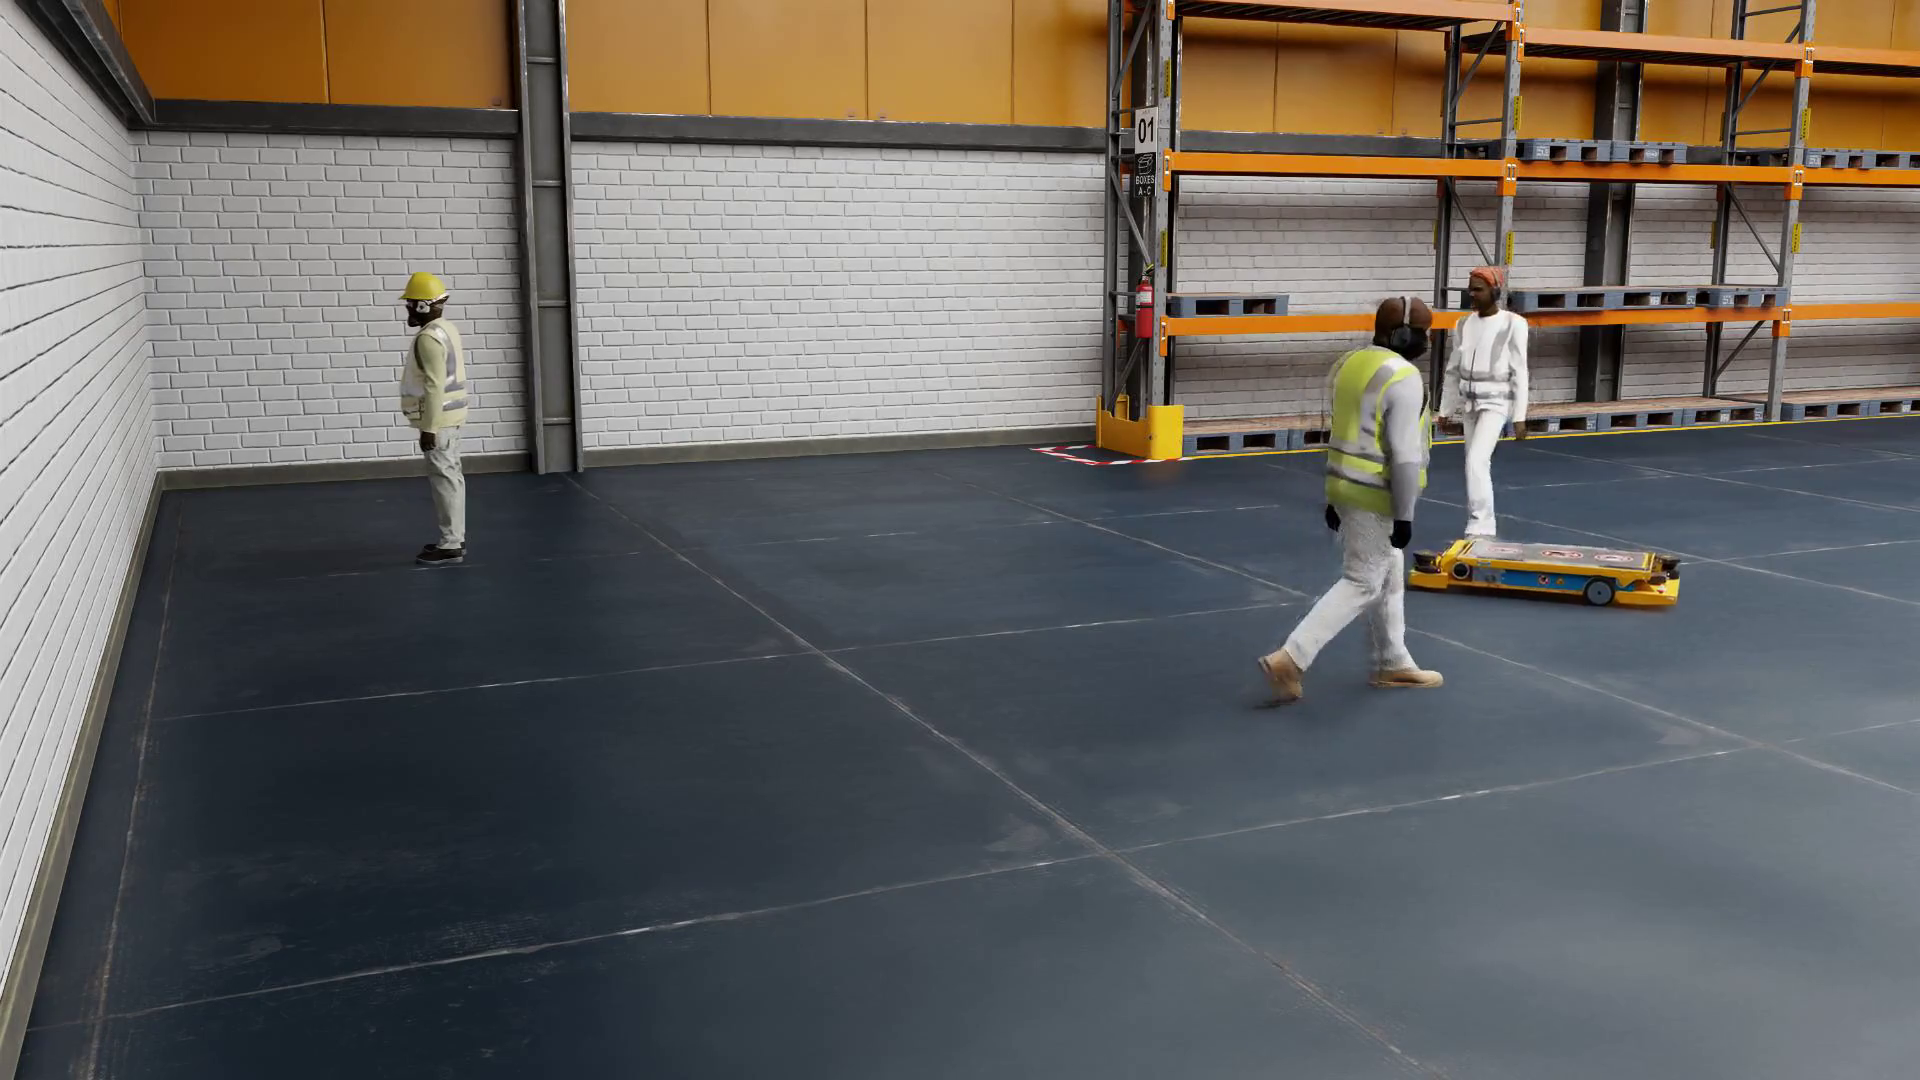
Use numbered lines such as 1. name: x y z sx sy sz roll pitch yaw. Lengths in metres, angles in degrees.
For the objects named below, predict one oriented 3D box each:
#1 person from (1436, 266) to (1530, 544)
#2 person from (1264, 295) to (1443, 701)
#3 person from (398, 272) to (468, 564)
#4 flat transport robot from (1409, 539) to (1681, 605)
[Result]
1. person: 3.318 -0.829 10.768 0.655 1.860 0.599 -5 11 -27
2. person: 1.752 -0.175 7.335 0.873 1.802 0.661 -2 10 -11
3. person: -3.316 -0.764 10.495 0.404 1.833 0.591 -1 10 -7
4. flat transport robot: 3.394 0.170 9.644 1.431 0.197 0.652 5 11 24
